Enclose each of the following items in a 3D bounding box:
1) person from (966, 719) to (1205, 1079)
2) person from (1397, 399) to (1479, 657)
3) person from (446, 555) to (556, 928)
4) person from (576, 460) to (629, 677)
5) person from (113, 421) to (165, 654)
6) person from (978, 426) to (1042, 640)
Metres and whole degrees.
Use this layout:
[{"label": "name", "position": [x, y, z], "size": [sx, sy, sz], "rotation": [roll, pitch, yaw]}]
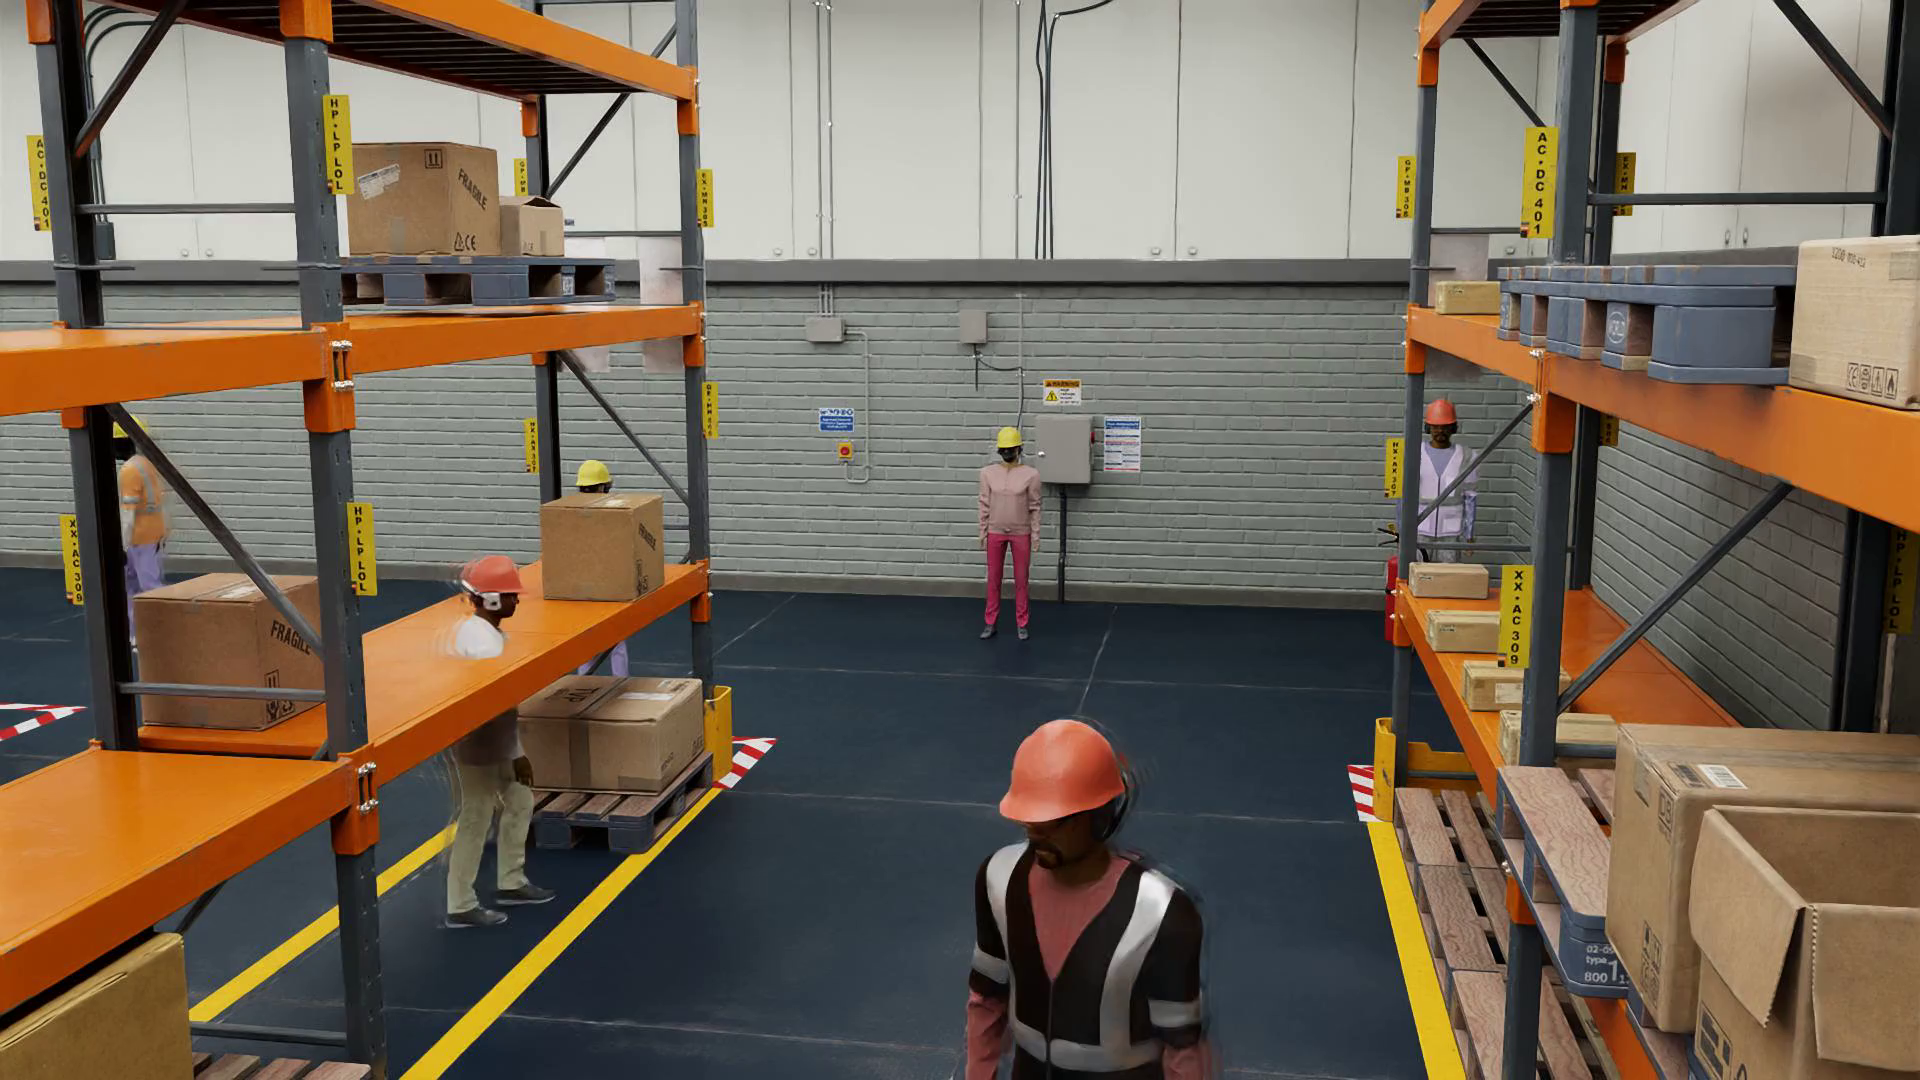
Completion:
[{"label": "person", "position": [0.358, 1.376, 4.144], "size": [0.621, 2.009, 0.959], "rotation": [7, 12, 38]}, {"label": "person", "position": [3.722, -0.083, 12.999], "size": [0.606, 2.045, 0.389], "rotation": [2, 9, 11]}, {"label": "person", "position": [-2.127, 0.931, 7.714], "size": [0.637, 1.727, 0.591], "rotation": [-3, 10, -15]}, {"label": "person", "position": [-2.453, 0.334, 11.282], "size": [0.524, 1.769, 0.325], "rotation": [2, 9, 11]}, {"label": "person", "position": [-6.537, -0.028, 13.060], "size": [0.614, 1.904, 0.622], "rotation": [-3, 10, -19]}, {"label": "person", "position": [0.404, -0.051, 13.654], "size": [0.524, 1.769, 0.325], "rotation": [2, 9, 11]}]
